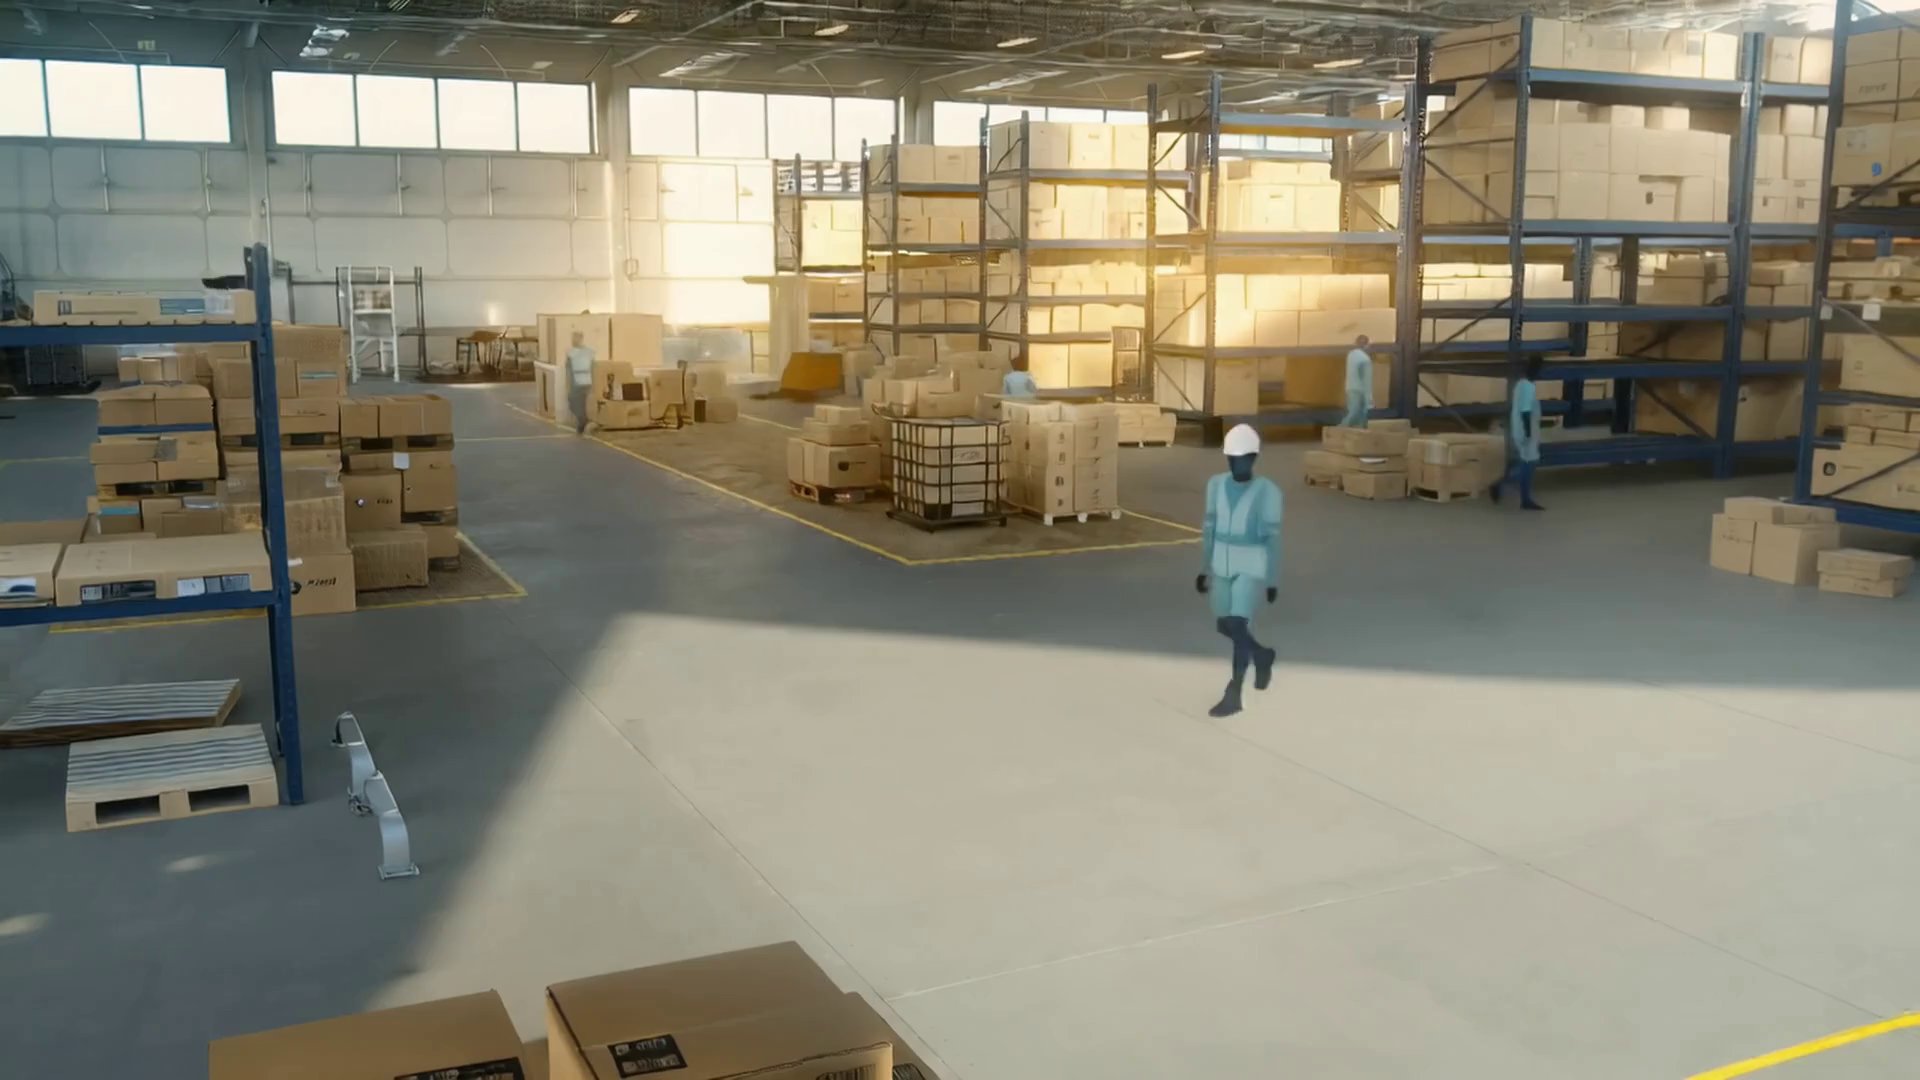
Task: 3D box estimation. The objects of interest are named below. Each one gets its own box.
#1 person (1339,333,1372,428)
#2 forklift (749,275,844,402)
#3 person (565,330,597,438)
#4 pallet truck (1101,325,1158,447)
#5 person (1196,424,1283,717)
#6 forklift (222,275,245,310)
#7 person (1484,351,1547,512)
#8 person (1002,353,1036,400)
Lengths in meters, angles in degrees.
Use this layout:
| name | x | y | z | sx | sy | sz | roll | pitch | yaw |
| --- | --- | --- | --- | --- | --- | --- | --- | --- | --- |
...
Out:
| name | x | y | z | sx | sy | sz | roll | pitch | yaw |
| --- | --- | --- | --- | --- | --- | --- | --- | --- | --- |
| person | 6.400 | -2.400 | 26.969 | 0.888 | 1.914 | 0.641 | -2 | 9 | -10 |
| forklift | -3.654 | -4.524 | 37.157 | 1.873 | 2.768 | 1.129 | 3 | 10 | 20 |
| person | -6.533 | -2.678 | 28.823 | 0.664 | 1.886 | 0.596 | 8 | 12 | 39 |
| pallet truck | 2.881 | -2.596 | 27.923 | 0.823 | 1.965 | 1.885 | -1 | 9 | -7 |
| person | 1.895 | 0.170 | 11.024 | 0.548 | 1.908 | 0.815 | 9 | 13 | 43 |
| forklift | -16.227 | -4.658 | 37.989 | 1.129 | 2.768 | 1.873 | 0 | 9 | 0 |
| person | 6.730 | -1.294 | 19.981 | 0.659 | 1.949 | 0.621 | 3 | 10 | 16 |
| person | 0.877 | -1.956 | 24.920 | 0.545 | 1.679 | 0.375 | -3 | 10 | -16 |
